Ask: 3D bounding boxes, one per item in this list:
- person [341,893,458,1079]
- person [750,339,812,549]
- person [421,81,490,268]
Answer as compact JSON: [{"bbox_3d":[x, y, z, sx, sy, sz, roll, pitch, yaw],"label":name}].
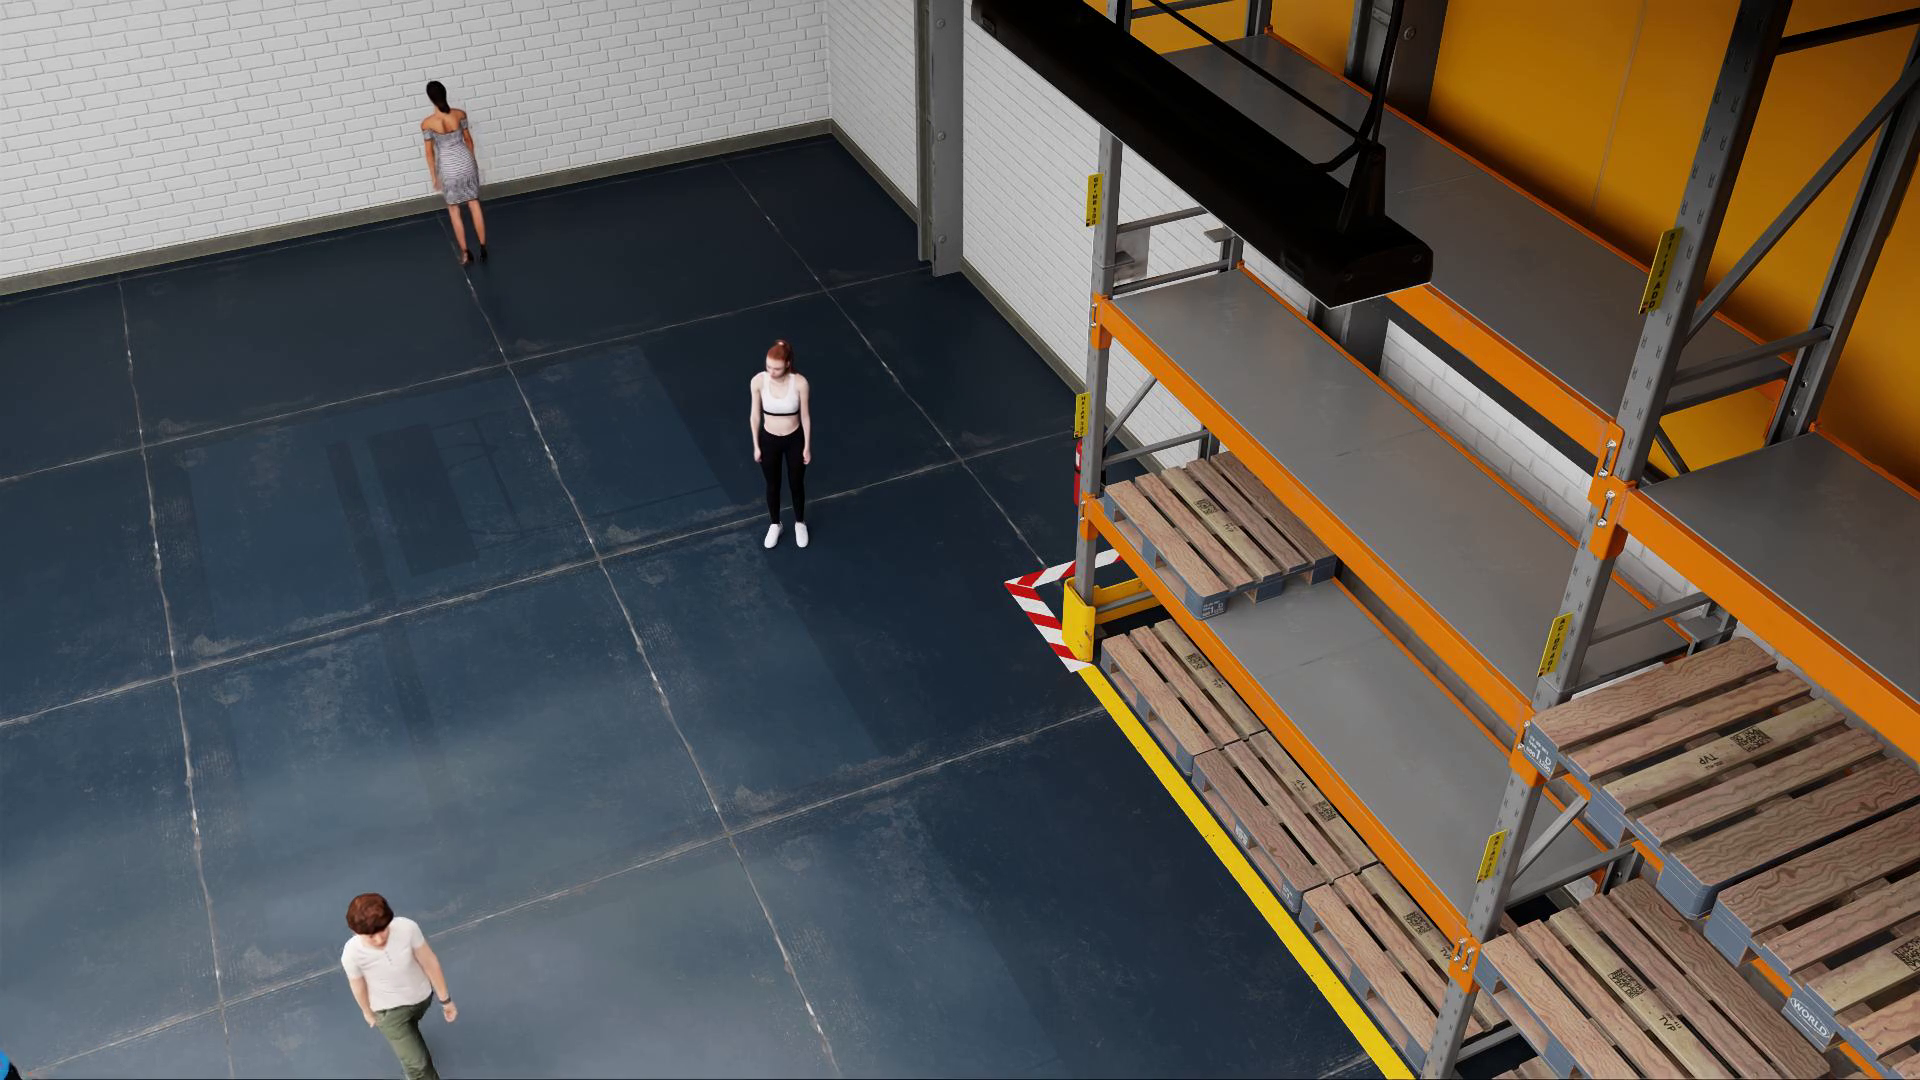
[{"bbox_3d":[-2.873,2.301,8.500,0.799,1.602,1.224,-29,47,-31],"label":"person"},{"bbox_3d":[-1.292,-0.710,12.153,0.663,1.748,0.659,1,39,1],"label":"person"},{"bbox_3d":[-4.649,-3.380,15.443,0.622,1.815,0.543,-21,43,-24],"label":"person"}]
